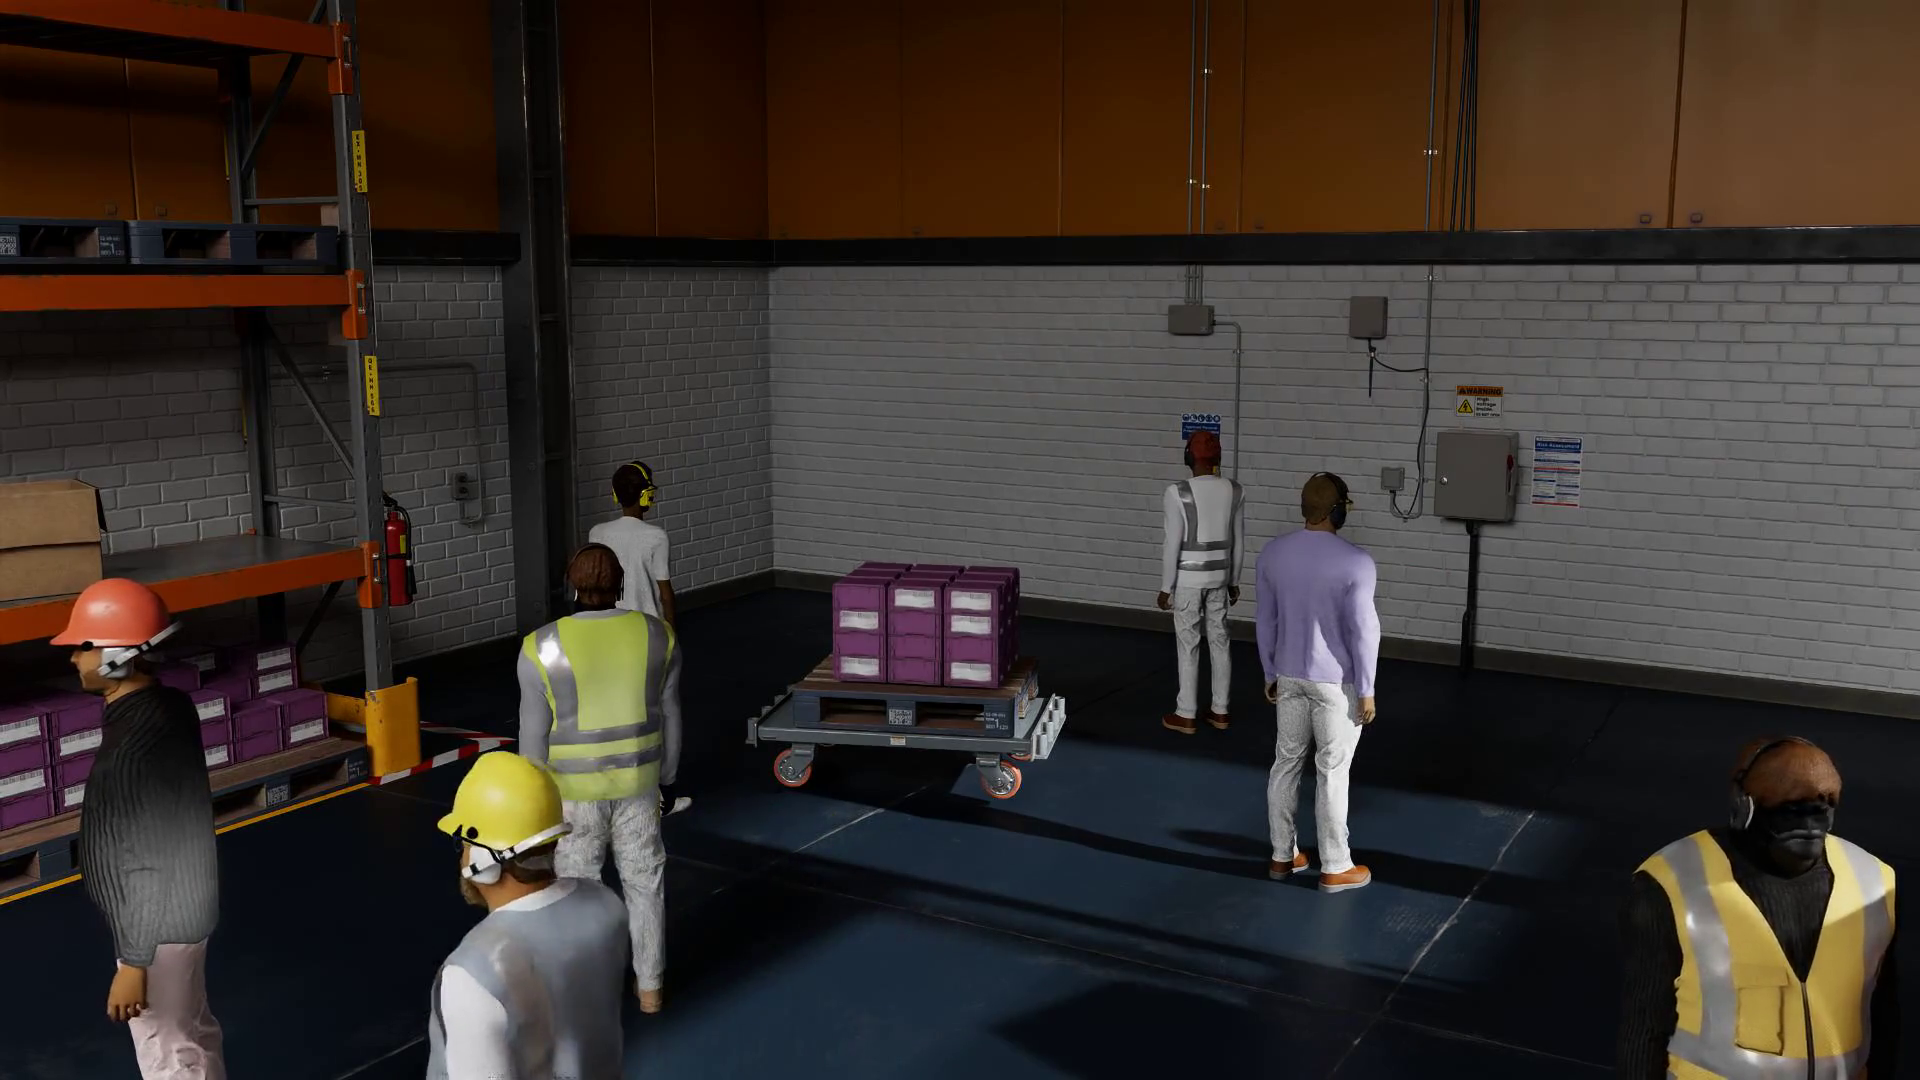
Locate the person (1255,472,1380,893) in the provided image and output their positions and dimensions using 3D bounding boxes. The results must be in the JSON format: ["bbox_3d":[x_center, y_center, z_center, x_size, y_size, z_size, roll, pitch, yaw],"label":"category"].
[{"bbox_3d":[1.651,0.649,7.685,0.627,1.940,0.372,9,13,44],"label":"person"}]

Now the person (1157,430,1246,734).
[{"bbox_3d":[1.490,0.257,10.302,0.586,1.882,0.342,-4,10,-25],"label":"person"}]

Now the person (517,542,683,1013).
[{"bbox_3d":[-1.357,0.921,6.292,0.625,1.844,0.429,-5,10,-28],"label":"person"}]

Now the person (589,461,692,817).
[{"bbox_3d":[-1.684,0.520,8.702,0.520,1.873,0.328,3,10,20],"label":"person"}]

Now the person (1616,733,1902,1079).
[{"bbox_3d":[1.811,1.329,3.796,0.621,1.835,0.430,0,9,-1],"label":"person"}]

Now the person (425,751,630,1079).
[{"bbox_3d":[-0.988,1.352,3.668,0.638,1.815,0.617,4,10,22],"label":"person"}]

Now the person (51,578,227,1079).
[{"bbox_3d":[-2.315,1.090,4.756,0.380,1.996,0.608,-3,9,-16],"label":"person"}]
